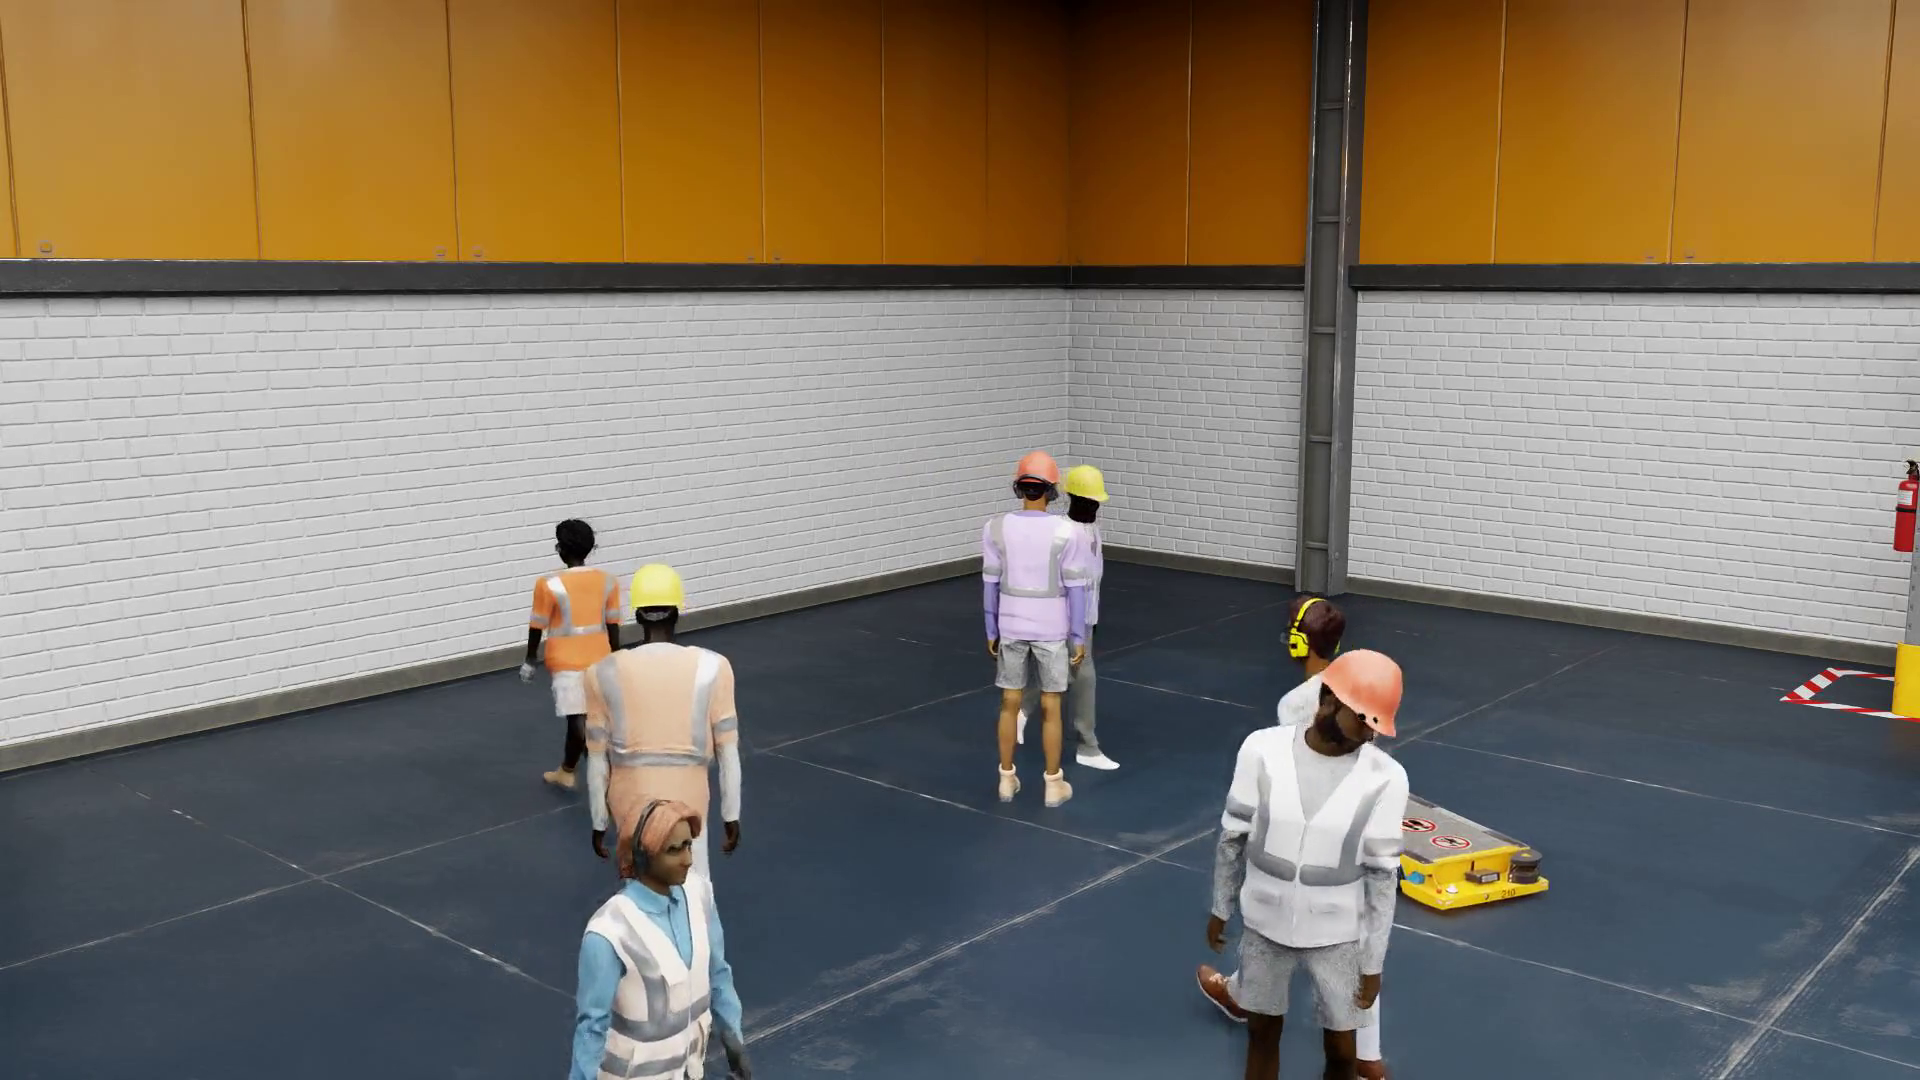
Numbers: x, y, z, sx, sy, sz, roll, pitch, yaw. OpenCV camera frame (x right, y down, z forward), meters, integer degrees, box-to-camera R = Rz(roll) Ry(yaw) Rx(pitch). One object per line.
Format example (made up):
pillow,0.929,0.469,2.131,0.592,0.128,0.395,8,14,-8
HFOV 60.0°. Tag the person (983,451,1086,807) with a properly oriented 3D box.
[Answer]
person,0.434,0.508,9.555,0.609,2.034,0.400,3,9,17

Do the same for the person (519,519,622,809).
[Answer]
person,-2.165,0.706,9.507,0.882,1.656,0.544,8,12,41

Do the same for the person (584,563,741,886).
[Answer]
person,-1.164,1.057,6.519,0.604,1.903,0.721,-1,9,-8

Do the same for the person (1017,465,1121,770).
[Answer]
person,0.644,0.459,10.345,0.786,1.889,0.590,5,10,30

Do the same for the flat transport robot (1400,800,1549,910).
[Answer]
flat transport robot,2.280,1.539,8.587,0.652,0.197,1.431,-4,10,-23

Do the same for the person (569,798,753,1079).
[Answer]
person,-0.770,1.507,4.605,0.786,1.604,0.558,4,10,25

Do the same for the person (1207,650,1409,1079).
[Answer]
person,1.059,1.253,5.375,0.701,1.887,0.376,4,10,21

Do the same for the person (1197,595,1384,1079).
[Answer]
person,1.325,1.108,6.449,0.506,1.820,0.976,-6,11,-31
